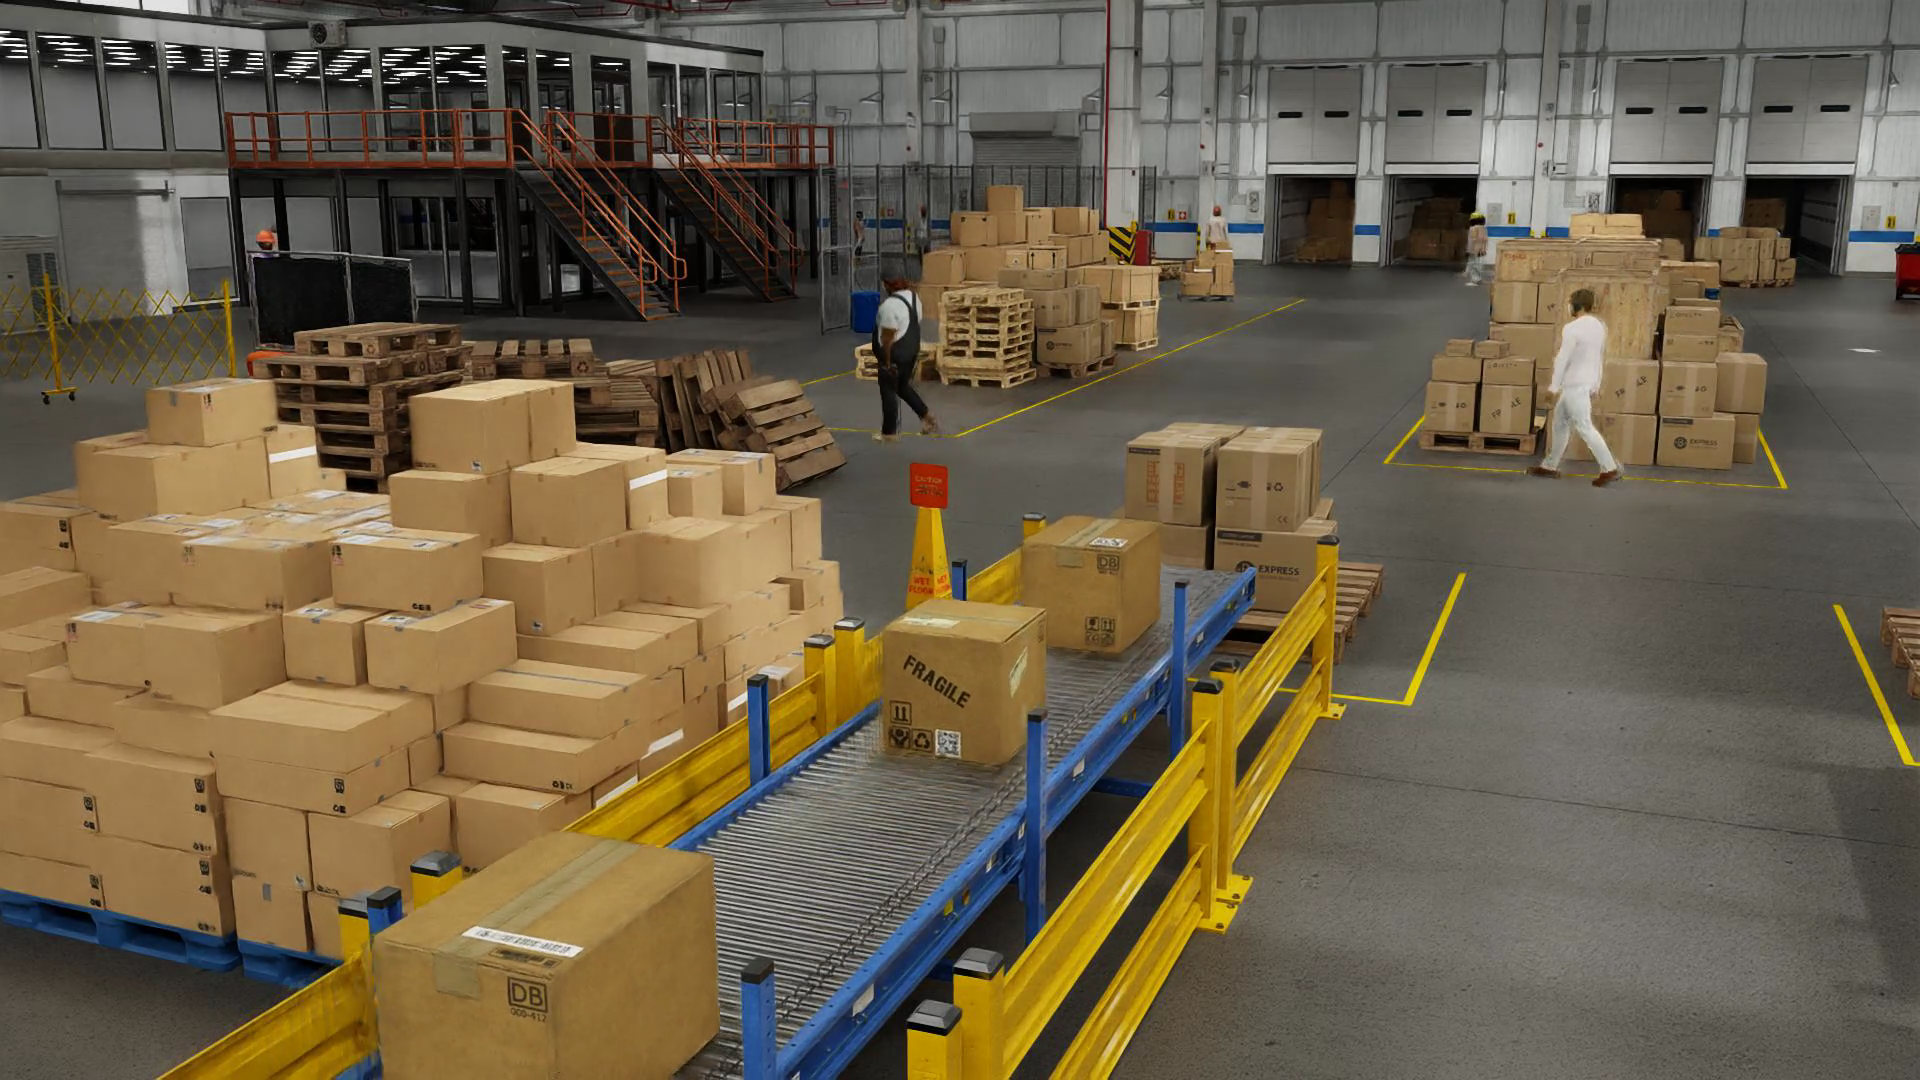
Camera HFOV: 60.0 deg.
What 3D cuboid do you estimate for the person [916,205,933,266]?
[{"bbox_3d":[-1.128,-9.397,51.503,0.570,1.926,0.550,-1,13,-4],"label":"person"}]

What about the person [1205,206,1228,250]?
[{"bbox_3d":[7.332,-8.537,47.524,0.651,1.968,0.791,2,13,9],"label":"person"}]

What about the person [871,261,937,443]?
[{"bbox_3d":[-0.678,-2.080,18.416,0.668,2.000,0.685,8,15,31],"label":"person"}]

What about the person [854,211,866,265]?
[{"bbox_3d":[-3.217,-9.682,53.296,0.318,1.697,0.533,5,13,21],"label":"person"}]

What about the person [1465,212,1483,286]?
[{"bbox_3d":[13.364,-7.562,43.314,0.417,1.905,0.598,7,15,30],"label":"person"}]

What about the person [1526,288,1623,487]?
[{"bbox_3d":[6.011,-1.475,16.030,0.988,1.900,0.631,11,17,42],"label":"person"}]

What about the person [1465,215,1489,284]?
[{"bbox_3d":[13.765,-7.725,44.257,0.639,1.819,0.674,-12,17,-42],"label":"person"}]

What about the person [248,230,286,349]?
[{"bbox_3d":[-11.210,-3.996,26.997,0.365,2.048,0.607,5,13,21],"label":"person"}]
